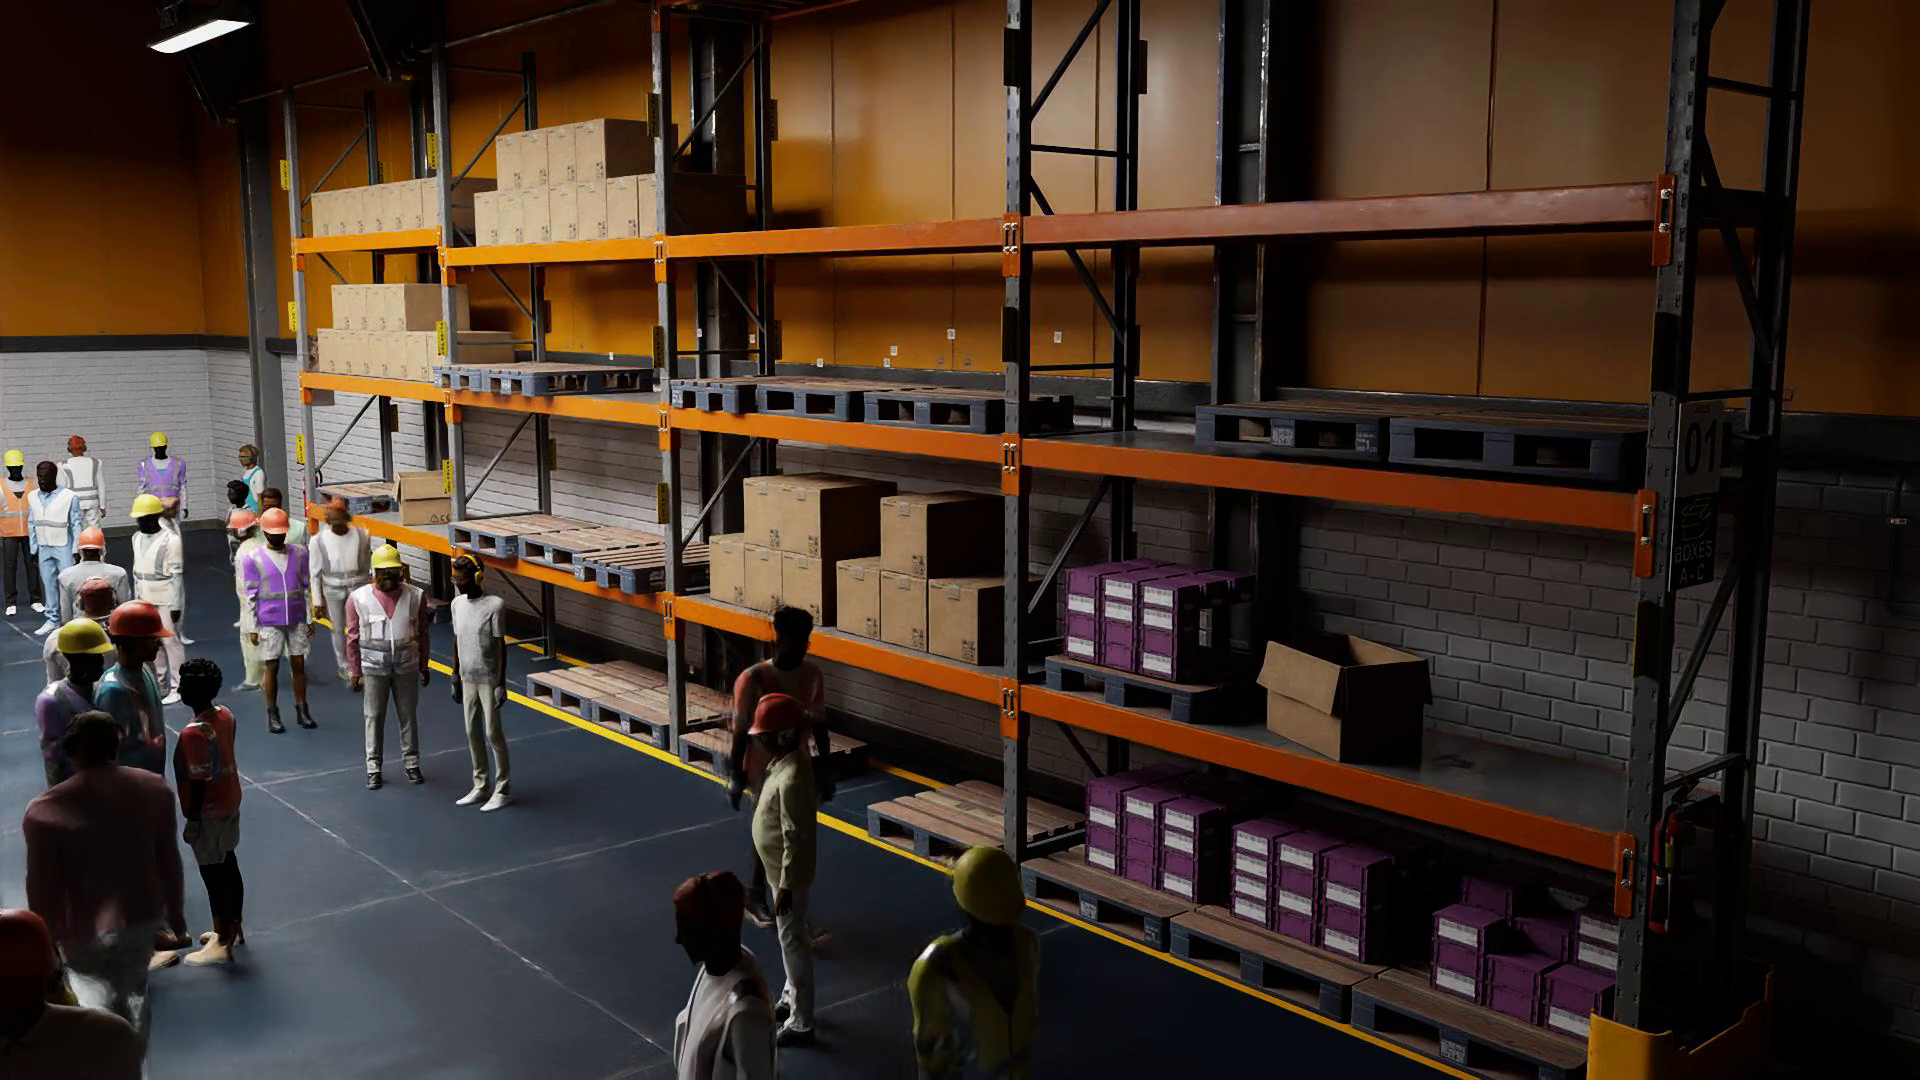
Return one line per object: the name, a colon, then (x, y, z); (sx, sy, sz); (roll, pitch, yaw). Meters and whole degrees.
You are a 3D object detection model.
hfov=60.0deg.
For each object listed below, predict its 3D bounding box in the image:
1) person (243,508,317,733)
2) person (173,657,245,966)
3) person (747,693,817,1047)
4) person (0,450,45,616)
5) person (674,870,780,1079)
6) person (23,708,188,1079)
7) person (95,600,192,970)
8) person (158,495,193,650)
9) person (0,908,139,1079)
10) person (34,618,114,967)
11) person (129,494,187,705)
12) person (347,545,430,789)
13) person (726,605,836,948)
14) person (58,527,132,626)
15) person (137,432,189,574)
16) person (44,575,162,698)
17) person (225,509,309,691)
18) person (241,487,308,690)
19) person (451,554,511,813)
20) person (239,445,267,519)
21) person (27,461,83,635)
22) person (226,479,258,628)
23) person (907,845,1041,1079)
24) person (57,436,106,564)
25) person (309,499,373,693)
person: (-5.739, 0.676, 14.068); (0.549, 1.924, 0.386); (-7, 11, -41)
person: (-4.154, 1.487, 9.198); (0.318, 1.697, 0.535); (-1, 8, -7)
person: (-0.869, 1.605, 8.197); (0.331, 1.747, 0.559); (-1, 8, -9)
person: (-10.960, -0.094, 19.390); (0.588, 1.927, 0.370); (-7, 11, -40)
person: (-0.741, 1.953, 5.303); (0.354, 1.887, 0.572); (-3, 9, -18)
person: (-3.726, 1.677, 7.278); (0.851, 1.878, 0.645); (5, 10, 31)
person: (-4.478, 1.333, 9.112); (0.406, 2.036, 0.606); (-2, 8, -12)
person: (-8.286, 0.346, 17.352); (0.319, 1.632, 0.562); (0, 8, 1)
person: (-2.623, 1.990, 4.716); (0.621, 1.984, 0.408); (-4, 9, -23)
person: (-4.792, 1.379, 9.151); (0.380, 1.928, 0.586); (1, 8, 5)
person: (-7.274, 0.532, 15.064); (0.584, 1.921, 0.397); (4, 9, 26)
person: (-4.281, 0.946, 12.501); (0.601, 1.832, 0.403); (-4, 9, -25)
person: (-0.949, 1.337, 9.465); (0.959, 1.914, 0.630); (8, 11, 43)
person: (-7.271, 0.758, 14.053); (0.563, 1.755, 0.322); (-2, 8, -12)
person: (-10.530, -0.469, 21.995); (0.594, 1.926, 0.367); (-4, 9, -25)
person: (-5.465, 1.172, 10.664); (0.647, 1.908, 0.409); (-3, 9, -22)
person: (-6.499, 0.560, 15.541); (0.660, 1.727, 0.571); (0, 8, 0)
person: (-6.439, 0.448, 15.678); (0.586, 1.914, 0.399); (-3, 9, -19)
person: (-3.460, 1.017, 11.937); (0.519, 1.856, 0.351); (4, 9, 27)
person: (-8.965, -0.299, 21.150); (0.341, 1.839, 0.501); (-7, 11, -39)
person: (-9.878, 0.083, 18.188); (0.591, 1.918, 0.383); (1, 8, 8)
person: (-7.917, 0.169, 18.410); (0.322, 1.692, 0.530); (-8, 11, -43)
person: (0.018, 1.900, 5.663); (0.614, 1.897, 0.715); (-7, 11, -42)
person: (-11.571, -0.435, 21.929); (0.593, 1.883, 0.433); (-7, 11, -41)
person: (-5.809, 0.507, 15.644); (0.581, 1.804, 1.068); (-4, 9, -25)
